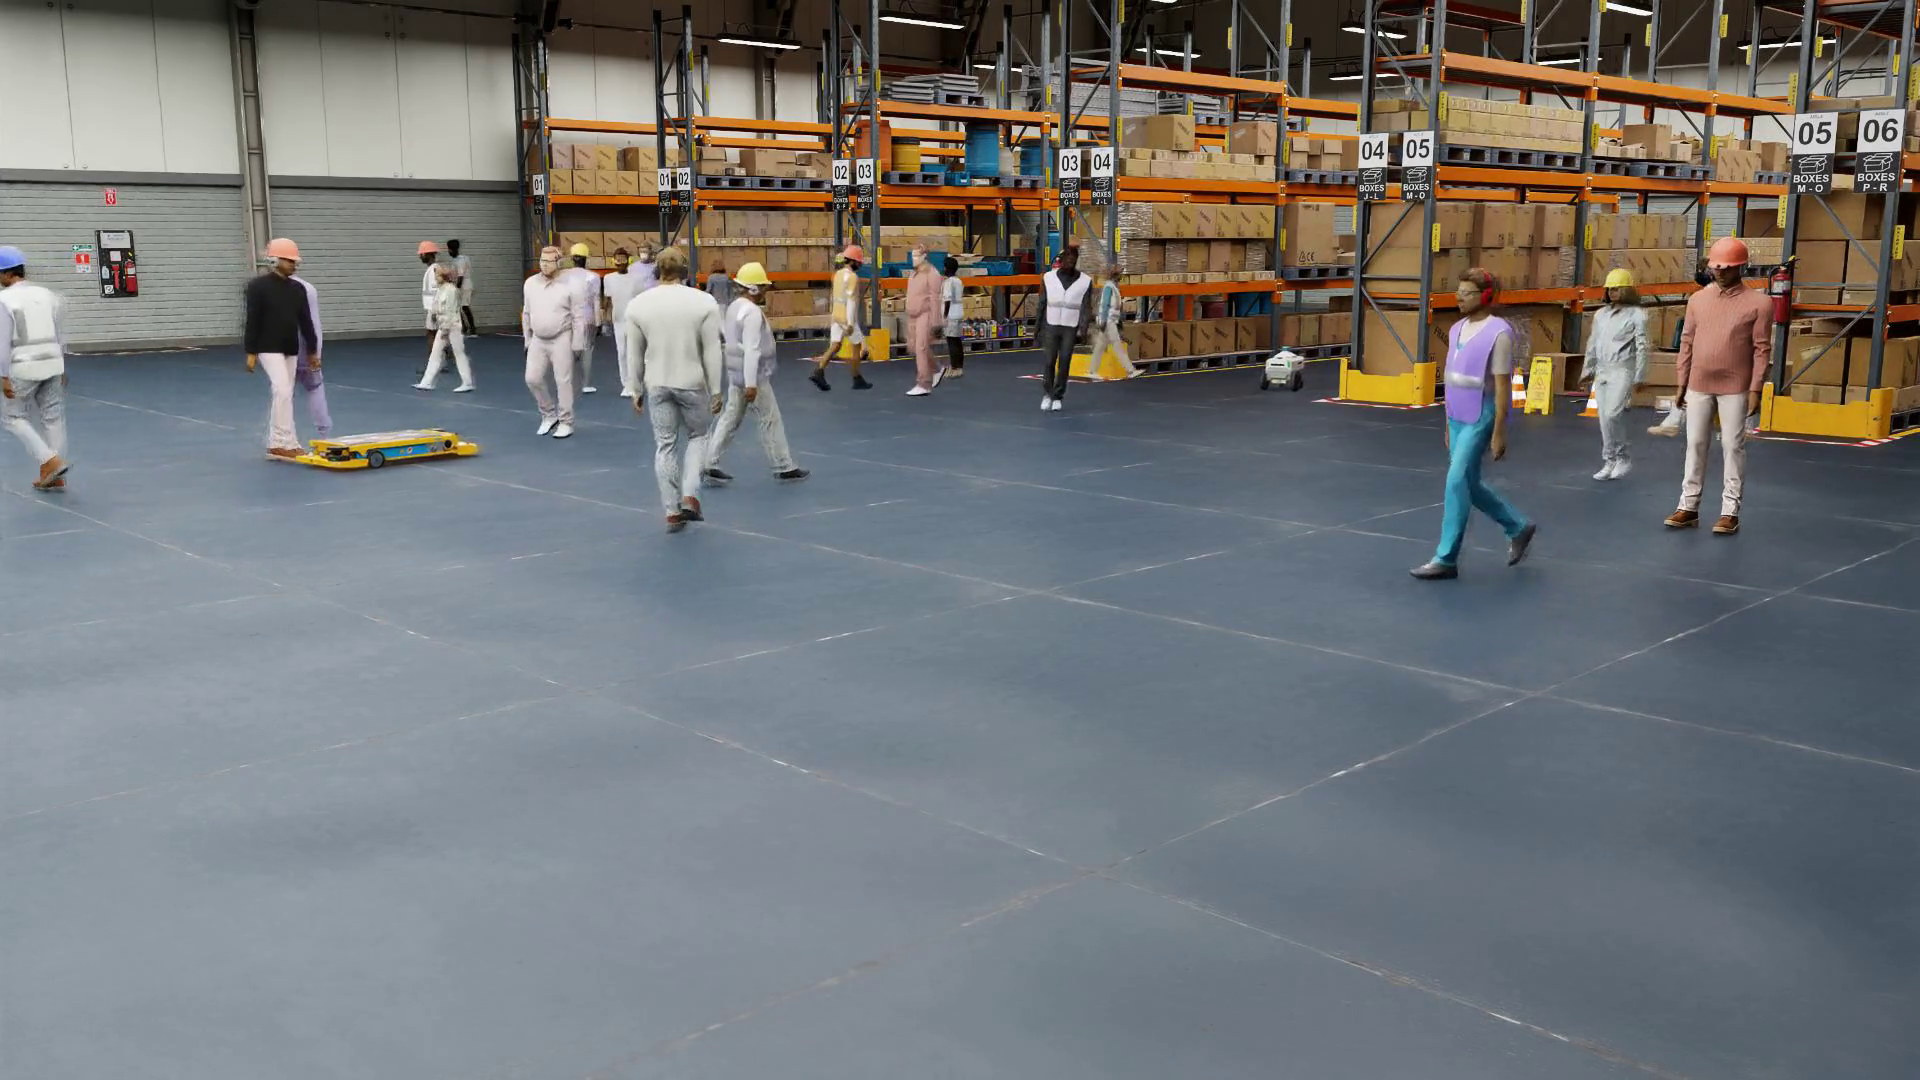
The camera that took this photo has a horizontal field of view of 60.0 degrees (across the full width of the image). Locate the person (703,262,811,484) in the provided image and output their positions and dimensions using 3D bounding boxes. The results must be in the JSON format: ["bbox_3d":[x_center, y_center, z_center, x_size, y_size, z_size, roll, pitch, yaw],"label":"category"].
[{"bbox_3d":[-1.706,-1.334,13.403,0.921,1.789,0.609,-5,12,-25],"label":"person"}]

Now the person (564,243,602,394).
[{"bbox_3d":[-4.821,-2.789,21.013,0.590,1.905,0.609,2,11,9],"label":"person"}]

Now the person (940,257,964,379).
[{"bbox_3d":[-0.115,-3.130,23.433,0.320,1.695,0.537,4,11,23],"label":"person"}]

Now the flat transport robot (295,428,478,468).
[{"bbox_3d":[-5.127,-0.832,14.908,0.652,0.197,1.431,8,13,38],"label":"flat transport robot"}]

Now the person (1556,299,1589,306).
[{"bbox_3d":[10.475,-4.101,28.445,0.599,1.803,0.834,8,13,38],"label":"person"}]

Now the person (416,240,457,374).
[{"bbox_3d":[-7.696,-3.406,24.350,0.543,1.942,0.550,-4,11,-21],"label":"person"}]

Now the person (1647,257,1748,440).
[{"bbox_3d":[7.377,-1.887,16.412,0.950,1.799,0.635,6,12,31],"label":"person"}]

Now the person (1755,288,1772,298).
[{"bbox_3d":[17.463,-5.627,36.110,0.615,2.038,0.395,-1,10,-3],"label":"person"}]

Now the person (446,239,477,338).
[{"bbox_3d":[-9.791,-4.934,32.661,0.583,1.915,0.644,-6,12,-29],"label":"person"}]

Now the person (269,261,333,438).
[{"bbox_3d":[-6.163,-1.741,15.388,0.653,1.874,0.794,0,10,-1],"label":"person"}]

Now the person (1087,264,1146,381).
[{"bbox_3d":[2.159,-2.987,22.921,0.870,1.583,0.525,2,11,12],"label":"person"}]

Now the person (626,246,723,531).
[{"bbox_3d":[-1.945,-1.035,11.386,0.657,1.925,0.439,0,10,-1],"label":"person"}]

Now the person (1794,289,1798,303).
[{"bbox_3d":[16.406,-4.940,32.766,0.662,1.890,0.642,-7,12,-33],"label":"person"}]

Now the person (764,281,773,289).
[{"bbox_3d":[-3.932,-5.073,33.606,0.537,1.851,0.531,8,13,36],"label":"person"}]

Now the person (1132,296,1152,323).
[{"bbox_3d":[4.114,-5.801,37.374,0.593,1.924,0.381,10,14,43],"label":"person"}]

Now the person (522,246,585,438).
[{"bbox_3d":[-4.046,-1.953,16.485,0.677,1.890,0.439,2,11,13],"label":"person"}]

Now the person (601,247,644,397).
[{"bbox_3d":[-4.165,-2.686,20.606,0.563,1.845,0.640,0,10,0],"label":"person"}]

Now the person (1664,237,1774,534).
[{"bbox_3d":[5.144,-1.046,11.274,0.386,1.989,0.608,-9,14,-40],"label":"person"}]

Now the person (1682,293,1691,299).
[{"bbox_3d":[13.732,-4.623,30.931,0.627,1.935,0.371,9,14,41],"label":"person"}]

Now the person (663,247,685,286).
[{"bbox_3d":[-4.919,-4.071,28.261,0.588,1.809,0.796,-7,13,-35],"label":"person"}]

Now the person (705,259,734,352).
[{"bbox_3d":[-4.178,-4.051,28.768,0.868,1.586,0.506,9,14,41],"label":"person"}]

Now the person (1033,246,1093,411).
[{"bbox_3d":[1.171,-2.420,19.060,0.673,1.877,0.631,1,10,5],"label":"person"}]

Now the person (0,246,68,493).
[{"bbox_3d":[-7.205,-1.313,12.938,0.471,1.919,0.691,4,11,20],"label":"person"}]

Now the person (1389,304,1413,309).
[{"bbox_3d":[6.101,-3.115,22.953,0.327,1.842,0.517,-3,11,-14],"label":"person"}]

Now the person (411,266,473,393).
[{"bbox_3d":[-6.612,-2.666,21.164,0.801,1.606,0.518,-9,14,-40],"label":"person"}]

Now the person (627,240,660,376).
[{"bbox_3d":[-4.452,-3.310,23.798,0.643,1.921,0.432,0,10,2],"label":"person"}]

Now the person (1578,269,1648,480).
[{"bbox_3d":[5.352,-1.350,13.649,0.402,1.730,0.489,-5,12,-26],"label":"person"}]

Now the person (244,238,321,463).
[{"bbox_3d":[-5.904,-1.668,14.702,0.762,1.963,0.637,4,11,23],"label":"person"}]

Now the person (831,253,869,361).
[{"bbox_3d":[-1.812,-3.730,26.630,0.532,1.731,0.882,-10,14,-43],"label":"person"}]

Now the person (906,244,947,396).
[{"bbox_3d":[-0.433,-2.780,21.013,0.594,1.892,0.649,-6,12,-31],"label":"person"}]

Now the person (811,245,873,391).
[{"bbox_3d":[-1.555,-2.883,21.619,0.919,1.884,0.559,-7,13,-34],"label":"person"}]

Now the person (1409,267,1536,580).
[{"bbox_3d":[3.077,-0.689,9.796,0.801,1.823,0.571,-2,11,-12],"label":"person"}]

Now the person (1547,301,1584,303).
[{"bbox_3d":[10.624,-4.266,29.252,0.985,1.827,0.594,-9,14,-42],"label":"person"}]

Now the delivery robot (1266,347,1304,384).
[{"bbox_3d":[4.278,-2.298,21.873,0.477,0.478,0.707,5,12,26],"label":"delivery robot"}]
